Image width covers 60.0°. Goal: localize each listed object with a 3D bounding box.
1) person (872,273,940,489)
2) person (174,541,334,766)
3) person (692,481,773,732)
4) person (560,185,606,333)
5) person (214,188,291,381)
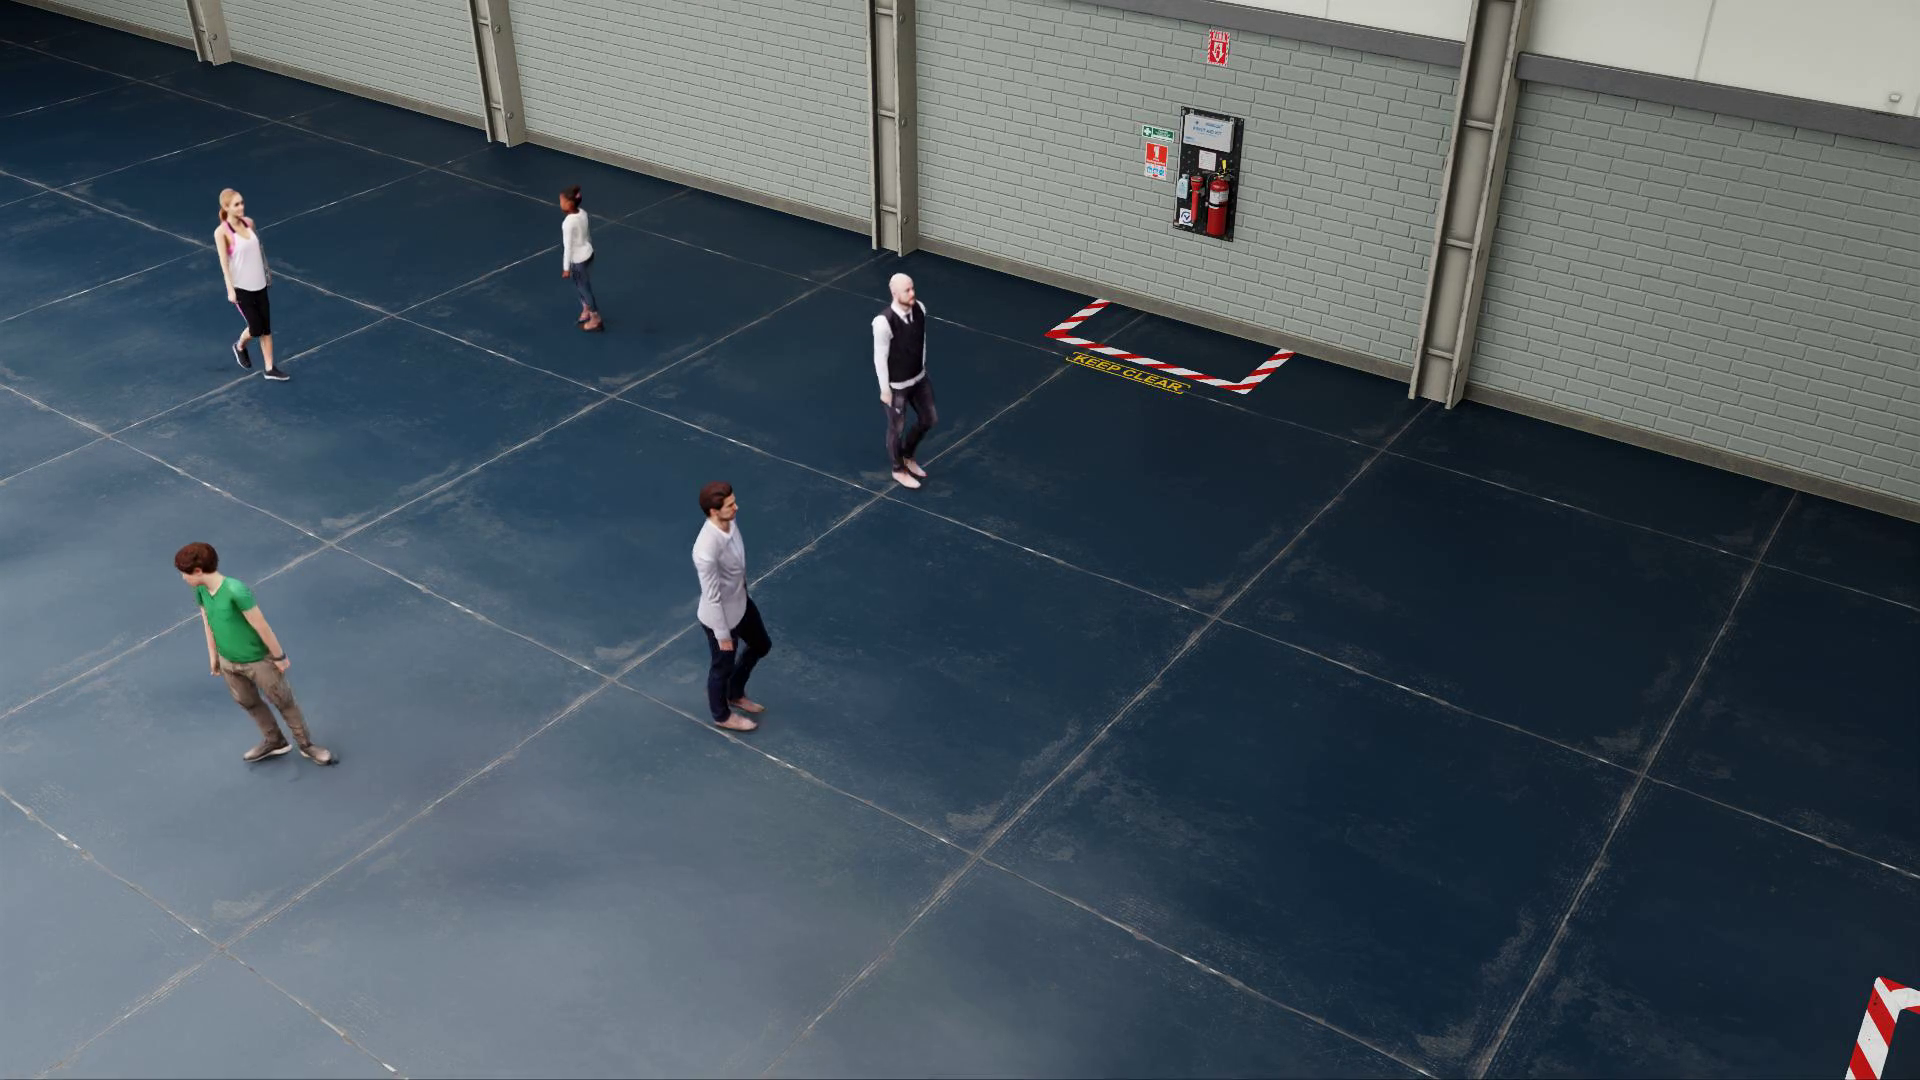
[{"bbox_3d":[-0.501,-1.267,13.067,0.671,1.812,0.736,26,41,35],"label":"person"},{"bbox_3d":[-4.268,0.695,10.131,0.626,1.627,0.885,5,33,9],"label":"person"},{"bbox_3d":[-1.539,0.415,10.376,0.766,1.838,0.800,7,33,11],"label":"person"},{"bbox_3d":[-3.484,-2.626,15.564,0.665,1.446,0.640,7,33,11],"label":"person"},{"bbox_3d":[-6.326,-2.239,14.638,0.823,1.780,0.706,14,35,21],"label":"person"}]
